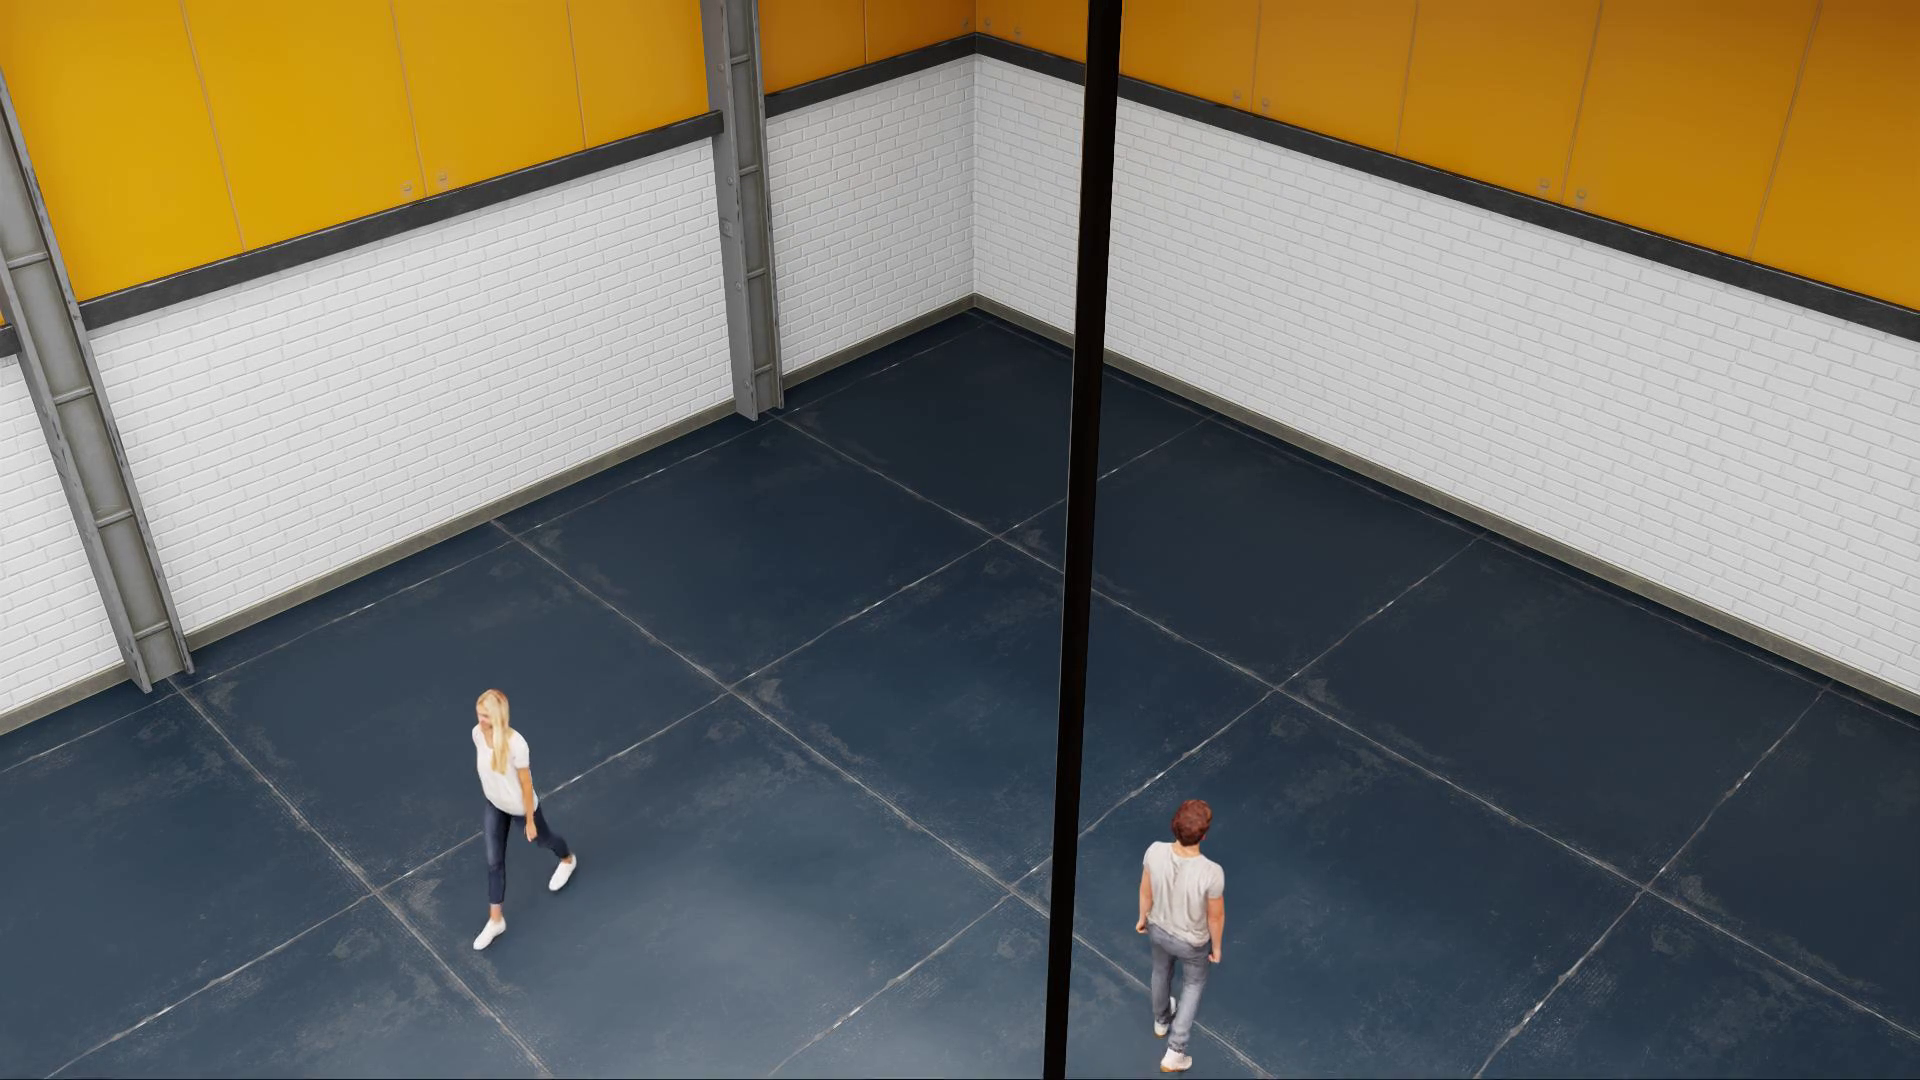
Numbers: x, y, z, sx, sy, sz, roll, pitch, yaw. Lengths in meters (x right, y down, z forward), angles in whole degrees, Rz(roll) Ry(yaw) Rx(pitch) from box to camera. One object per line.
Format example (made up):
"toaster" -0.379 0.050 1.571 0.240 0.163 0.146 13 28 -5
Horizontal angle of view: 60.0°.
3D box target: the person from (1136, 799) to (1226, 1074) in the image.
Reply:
"person" 1.234 2.249 9.465 0.814 1.892 0.901 16 37 23

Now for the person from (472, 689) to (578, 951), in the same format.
"person" -2.743 1.646 10.489 0.858 1.763 1.212 17 37 23
